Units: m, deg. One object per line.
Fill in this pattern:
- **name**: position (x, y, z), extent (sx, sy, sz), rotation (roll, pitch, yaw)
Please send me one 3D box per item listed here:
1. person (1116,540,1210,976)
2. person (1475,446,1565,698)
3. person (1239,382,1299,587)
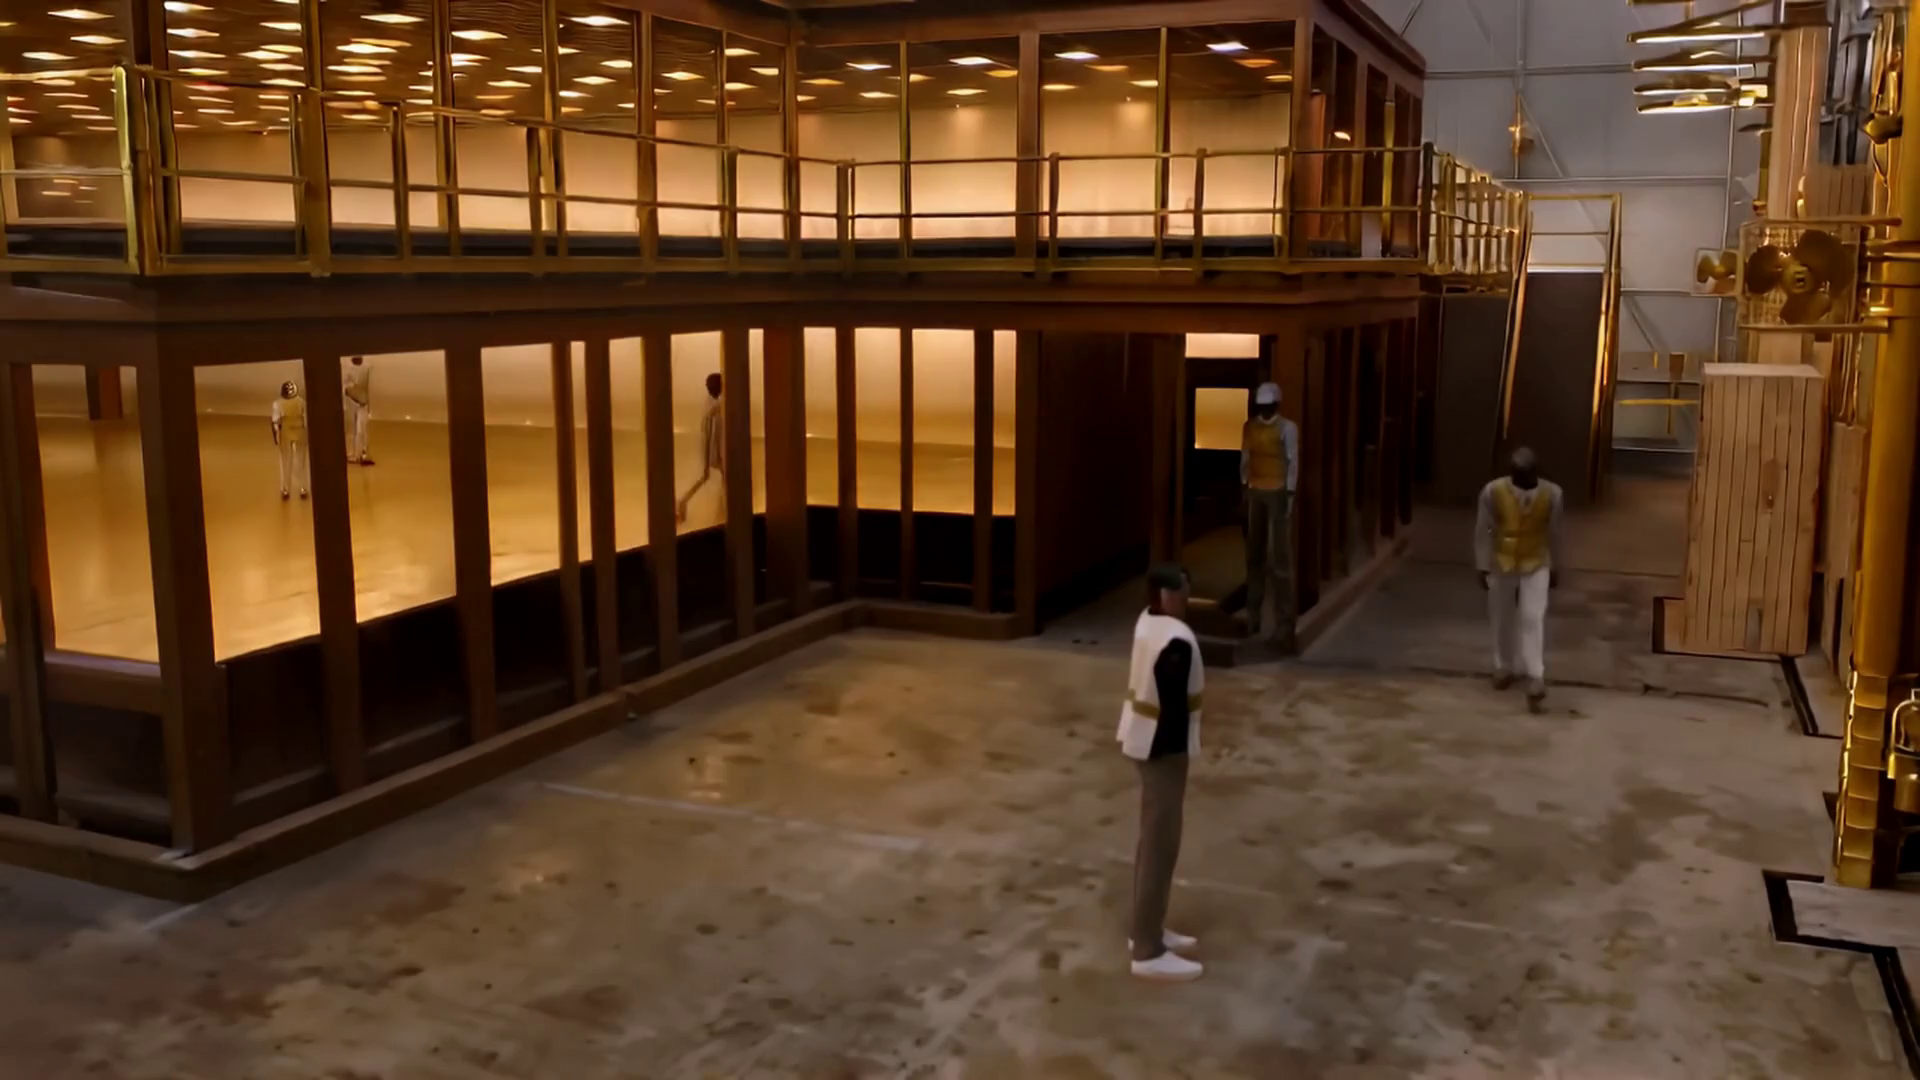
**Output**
- **person**: position (0.888, 0.943, 7.262), extent (0.392, 1.910, 0.584), rotation (0, 9, -3)
- **person**: position (4.045, 0.220, 12.034), extent (0.623, 1.793, 0.955), rotation (2, 9, 12)
- **person**: position (2.985, -0.539, 16.155), extent (0.612, 1.986, 0.407), rotation (8, 12, 40)
